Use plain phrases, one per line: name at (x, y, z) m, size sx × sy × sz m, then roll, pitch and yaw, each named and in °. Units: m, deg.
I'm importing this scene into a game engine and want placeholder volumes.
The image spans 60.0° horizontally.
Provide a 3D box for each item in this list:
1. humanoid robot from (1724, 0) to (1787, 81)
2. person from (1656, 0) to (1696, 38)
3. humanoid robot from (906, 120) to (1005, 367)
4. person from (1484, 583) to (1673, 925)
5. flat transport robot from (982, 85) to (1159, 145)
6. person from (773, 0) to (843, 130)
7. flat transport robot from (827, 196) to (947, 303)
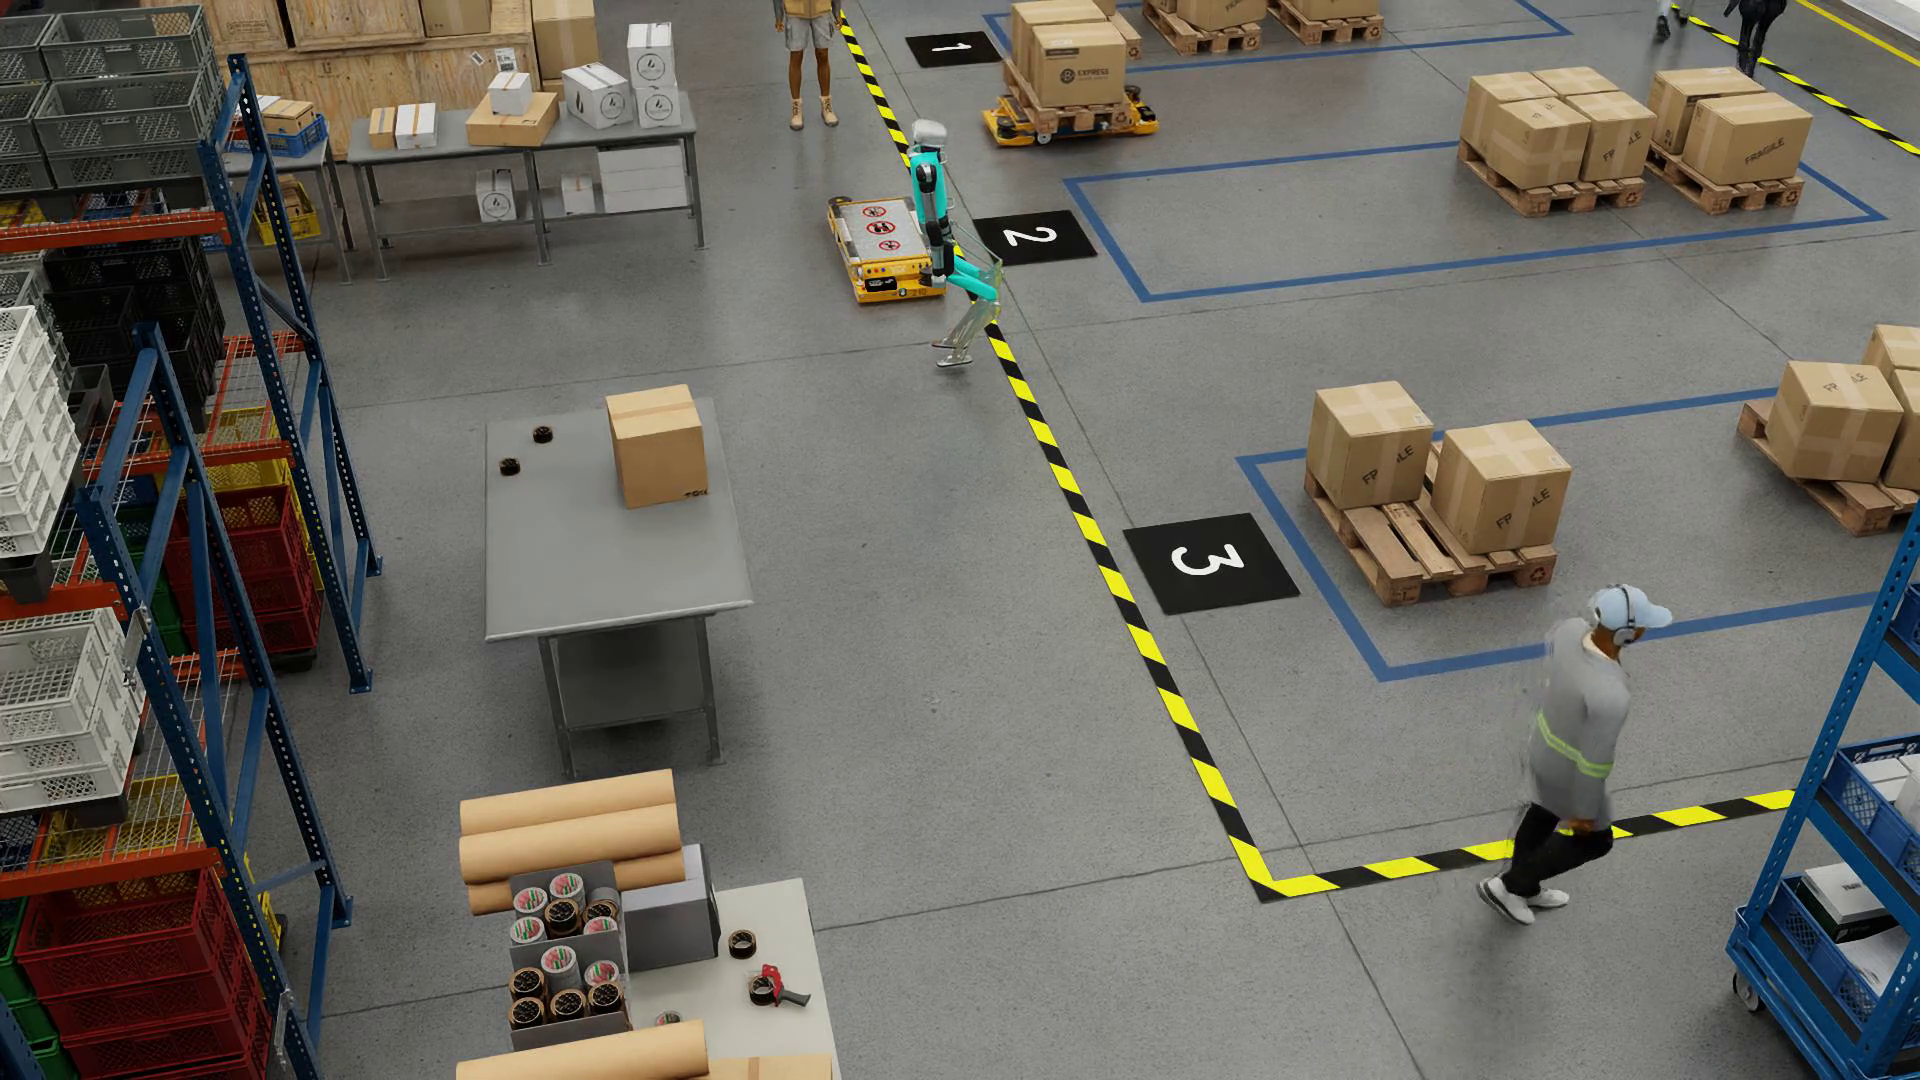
humanoid robot at (7.246, -4.823, 14.904) m, size 0.607 × 1.682 × 0.513 m, roll -10°, pitch 38°, yaw -13°
person at (7.089, -5.777, 16.048) m, size 0.628 × 1.789 × 0.838 m, roll 13°, pitch 39°, yaw 17°
humanoid robot at (0.032, -1.916, 10.783) m, size 0.735 × 1.681 × 0.533 m, roll -2°, pitch 37°, yaw -2°
person at (2.590, 0.931, 6.982) m, size 0.415 × 1.839 × 0.613 m, roll -2°, pitch 37°, yaw -2°
flat transport robot at (0.962, -3.720, 14.531) m, size 1.431 × 0.197 × 0.652 m, roll -8°, pitch 37°, yaw -10°
person at (-1.288, -4.515, 14.134) m, size 0.606 × 2.048 × 0.365 m, roll -8°, pitch 37°, yaw -11°
flat transport robot at (-0.570, -2.220, 12.538) m, size 0.659 × 0.231 × 1.431 m, roll -8°, pitch 37°, yaw -10°
